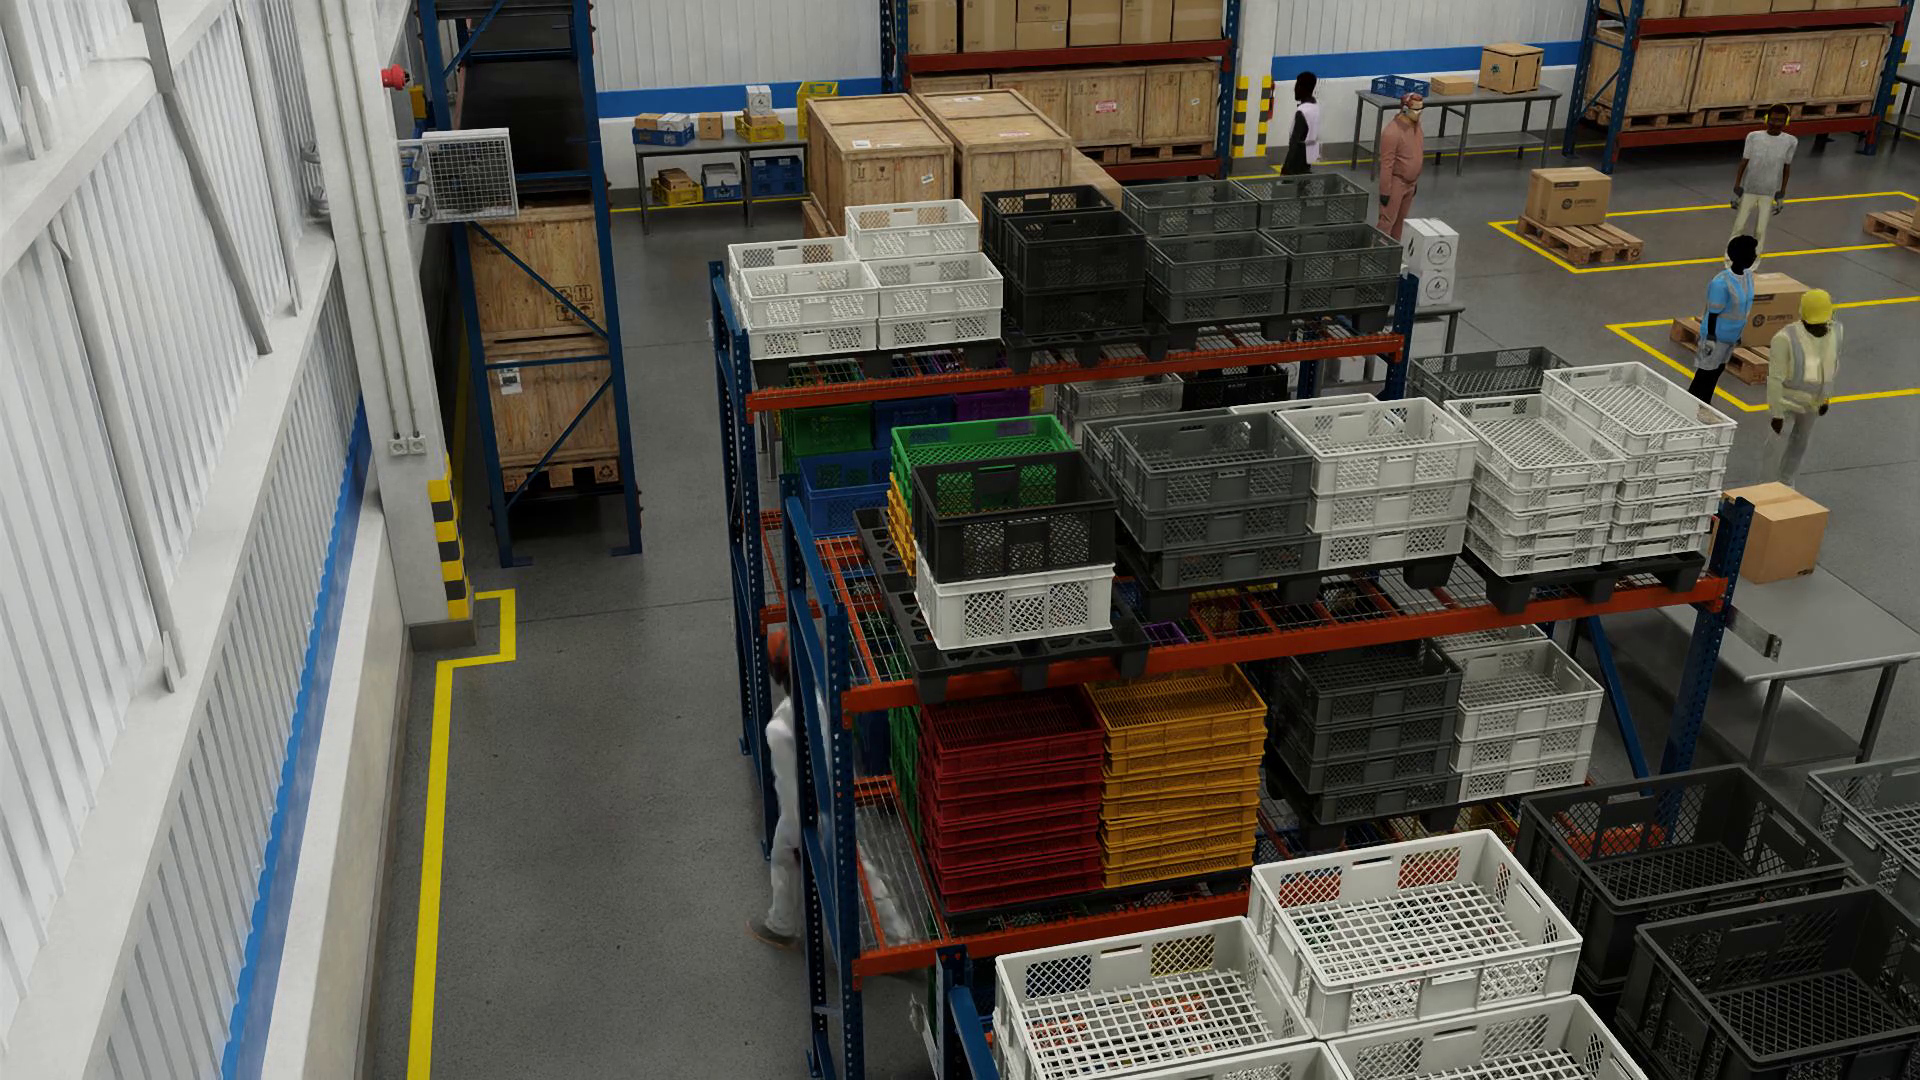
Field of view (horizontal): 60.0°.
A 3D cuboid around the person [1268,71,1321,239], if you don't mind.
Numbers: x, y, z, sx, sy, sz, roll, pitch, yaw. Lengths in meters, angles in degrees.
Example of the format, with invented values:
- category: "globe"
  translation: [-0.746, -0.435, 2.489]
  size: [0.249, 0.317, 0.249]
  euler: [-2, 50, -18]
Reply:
- category: "person"
  translation: [3.749, -4.161, 18.197]
  size: [0.872, 1.894, 0.602]
  euler: [10, 29, 18]

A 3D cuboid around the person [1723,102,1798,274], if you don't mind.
- category: "person"
  translation: [8.184, -3.539, 17.039]
  size: [0.512, 1.862, 0.328]
  euler: [11, 30, 20]

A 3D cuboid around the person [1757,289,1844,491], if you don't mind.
- category: "person"
  translation: [6.209, -1.023, 12.345]
  size: [0.641, 1.800, 0.412]
  euler: [-9, 29, -16]

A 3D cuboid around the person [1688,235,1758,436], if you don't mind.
- category: "person"
  translation: [6.283, -1.690, 13.704]
  size: [0.532, 1.696, 0.319]
  euler: [-22, 35, -35]

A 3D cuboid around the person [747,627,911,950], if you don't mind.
- category: "person"
  translation: [-0.618, 1.273, 7.937]
  size: [0.929, 1.847, 0.582]
  euler: [17, 32, 28]

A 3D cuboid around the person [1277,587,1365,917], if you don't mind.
- category: "person"
  translation: [1.848, 1.094, 8.190]
  size: [0.640, 1.931, 0.417]
  euler: [6, 28, 12]

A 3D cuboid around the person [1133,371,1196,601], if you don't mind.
- category: "person"
  translation: [1.359, -0.291, 10.897]
  size: [0.430, 1.844, 0.623]
  euler: [-18, 33, -30]

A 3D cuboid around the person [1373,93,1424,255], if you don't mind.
- category: "person"
  translation: [4.589, -3.701, 17.311]
  size: [0.401, 1.899, 0.635]
  euler: [24, 36, 37]
